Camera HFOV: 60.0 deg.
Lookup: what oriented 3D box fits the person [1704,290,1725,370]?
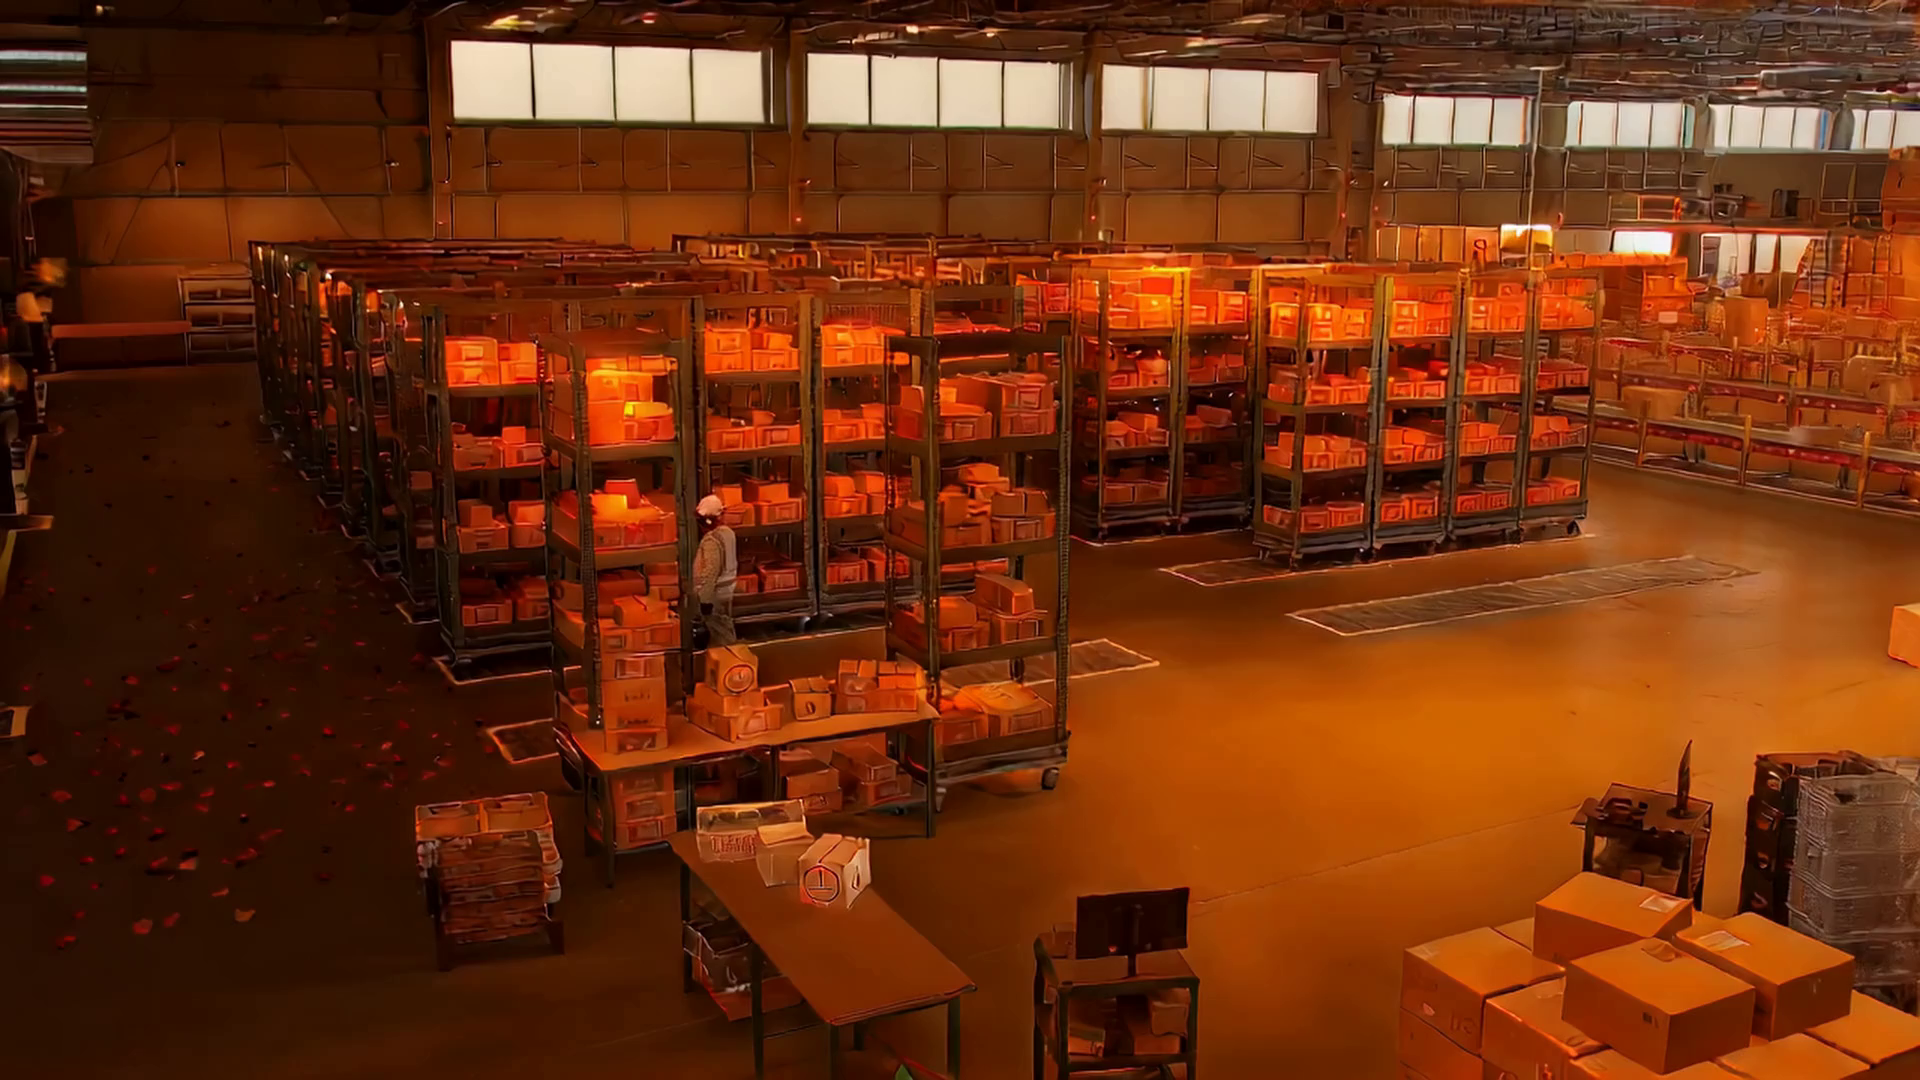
[{"bbox_3d":[19.410,-5.401,42.741,0.379,2.045,0.605,-5,13,-21],"label":"person"}]

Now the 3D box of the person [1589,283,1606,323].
[{"bbox_3d":[18.733,-6.625,48.818,0.427,1.892,0.677,-3,13,-15],"label":"person"}]

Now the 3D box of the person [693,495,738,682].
[{"bbox_3d":[-2.311,0.483,15.713,0.404,1.835,0.588,3,12,13],"label":"person"}]

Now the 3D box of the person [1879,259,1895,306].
[{"bbox_3d":[36.178,-10.026,64.846,0.506,1.846,0.346,-8,15,-35],"label":"person"}]

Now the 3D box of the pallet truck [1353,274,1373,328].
[{"bbox_3d":[13.011,-8.050,55.243,0.823,1.965,1.885,-7,14,-28],"label":"pallet truck"}]
